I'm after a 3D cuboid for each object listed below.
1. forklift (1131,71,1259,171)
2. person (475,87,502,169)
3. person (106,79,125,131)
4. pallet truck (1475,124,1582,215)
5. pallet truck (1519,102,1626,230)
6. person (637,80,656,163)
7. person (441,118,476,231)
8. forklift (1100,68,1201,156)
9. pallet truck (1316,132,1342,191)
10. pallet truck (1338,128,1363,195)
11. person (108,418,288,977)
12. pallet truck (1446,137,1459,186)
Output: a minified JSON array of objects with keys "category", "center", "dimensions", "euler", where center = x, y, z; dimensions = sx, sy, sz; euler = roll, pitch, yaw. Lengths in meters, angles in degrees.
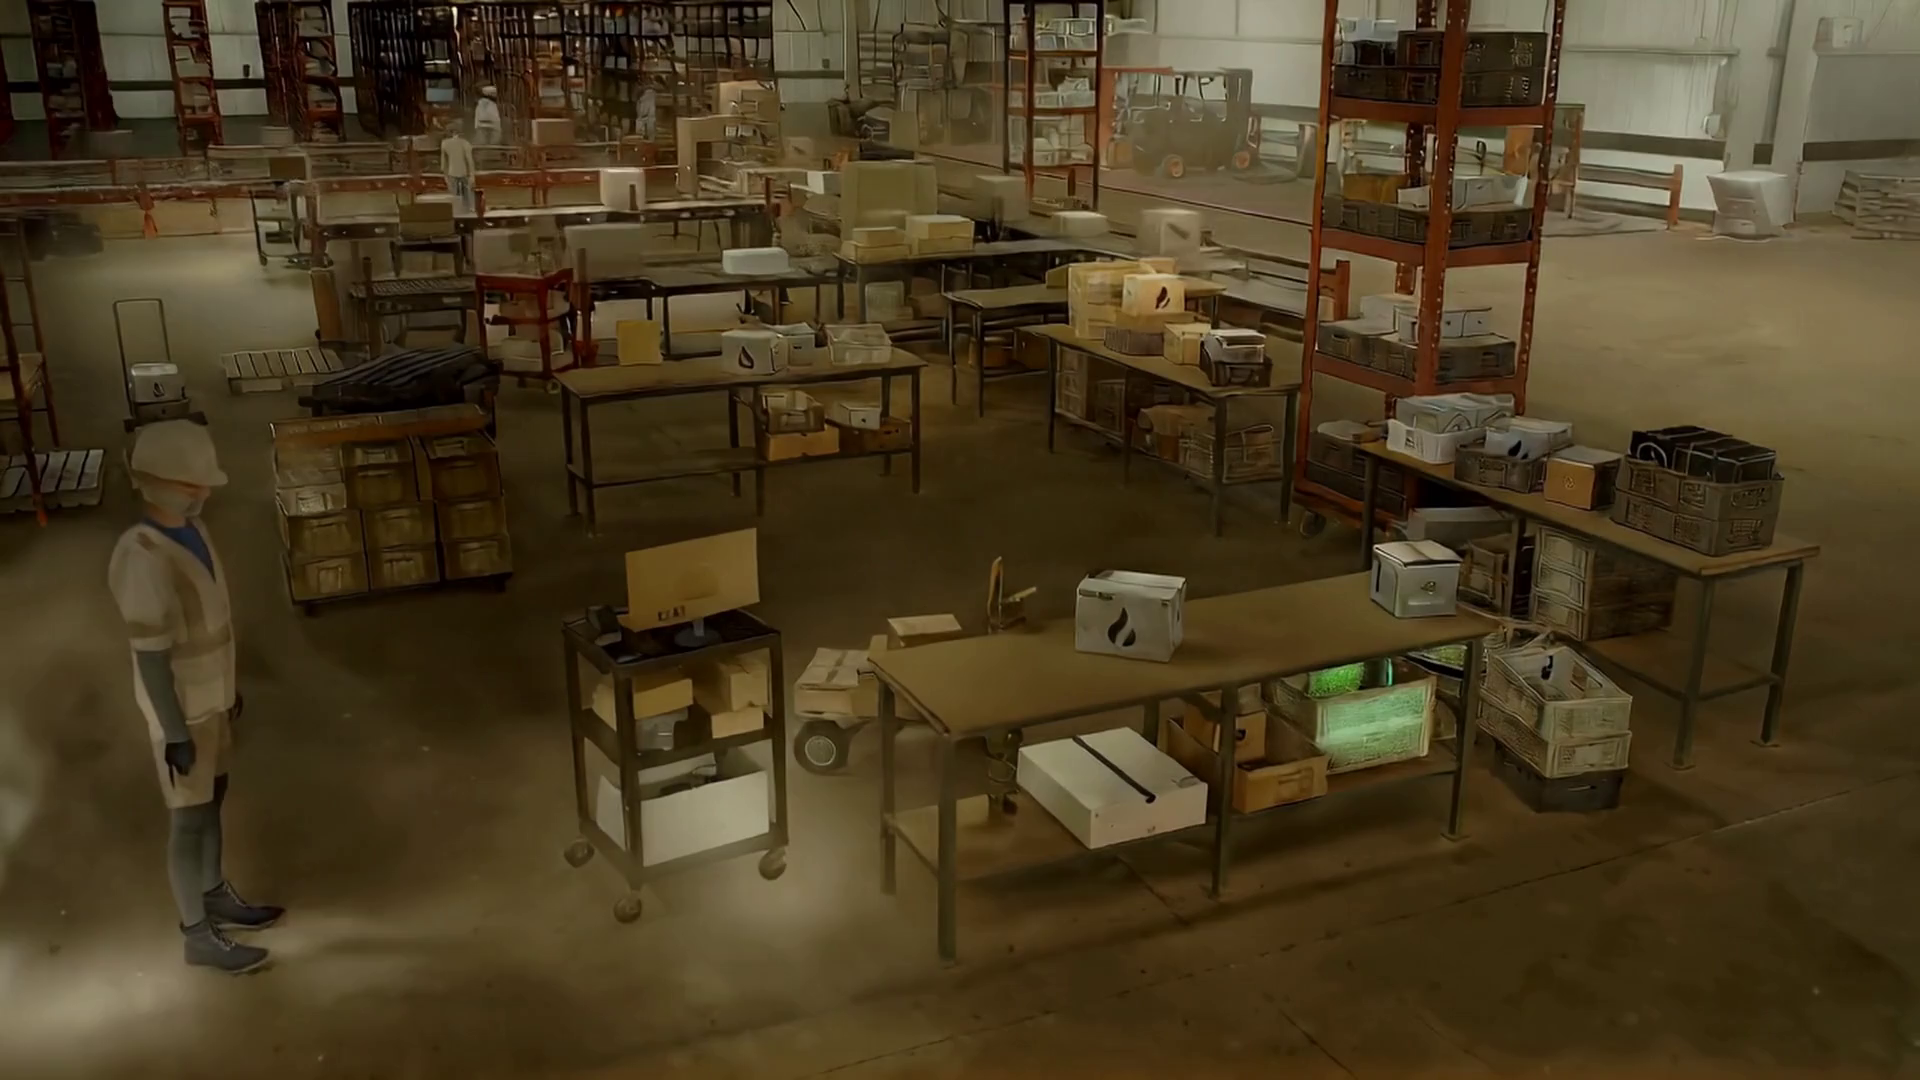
[{"category":"forklift","center":[4.998,-8.936,35.413],"dimensions":[2.680,1.987,1.157],"euler":[-9,20,-25]},{"category":"person","center":[-10.324,-8.982,36.396],"dimensions":[0.611,1.787,0.667],"euler":[16,24,41]},{"category":"person","center":[-25.042,-12.889,48.699],"dimensions":[0.976,1.798,0.607],"euler":[-3,18,-8]},{"category":"pallet truck","center":[9.707,-6.455,28.103],"dimensions":[1.885,1.965,0.823],"euler":[-7,19,-20]},{"category":"pallet truck","center":[9.972,-6.037,26.785],"dimensions":[1.885,1.965,0.823],"euler":[-9,20,-25]},{"category":"person","center":[-7.029,-9.341,37.343],"dimensions":[0.408,1.909,0.638],"euler":[-6,19,-18]},{"category":"person","center":[-7.882,-5.741,26.228],"dimensions":[0.533,1.767,0.313],"euler":[4,18,12]},{"category":"forklift","center":[4.082,-9.564,37.410],"dimensions":[2.680,1.987,1.157],"euler":[-8,19,-23]},{"category":"pallet truck","center":[7.723,-7.504,32.656],"dimensions":[1.601,1.201,0.680],"euler":[-8,19,-23]},{"category":"pallet truck","center":[7.845,-7.140,31.411],"dimensions":[1.522,1.261,0.704],"euler":[-9,20,-25]},{"category":"person","center":[-2.710,0.563,5.939],"dimensions":[0.391,2.033,0.605],"euler":[-3,18,-8]},{"category":"pallet truck","center":[9.184,-6.485,29.328],"dimensions":[1.630,1.274,0.653],"euler":[-8,19,-23]}]
